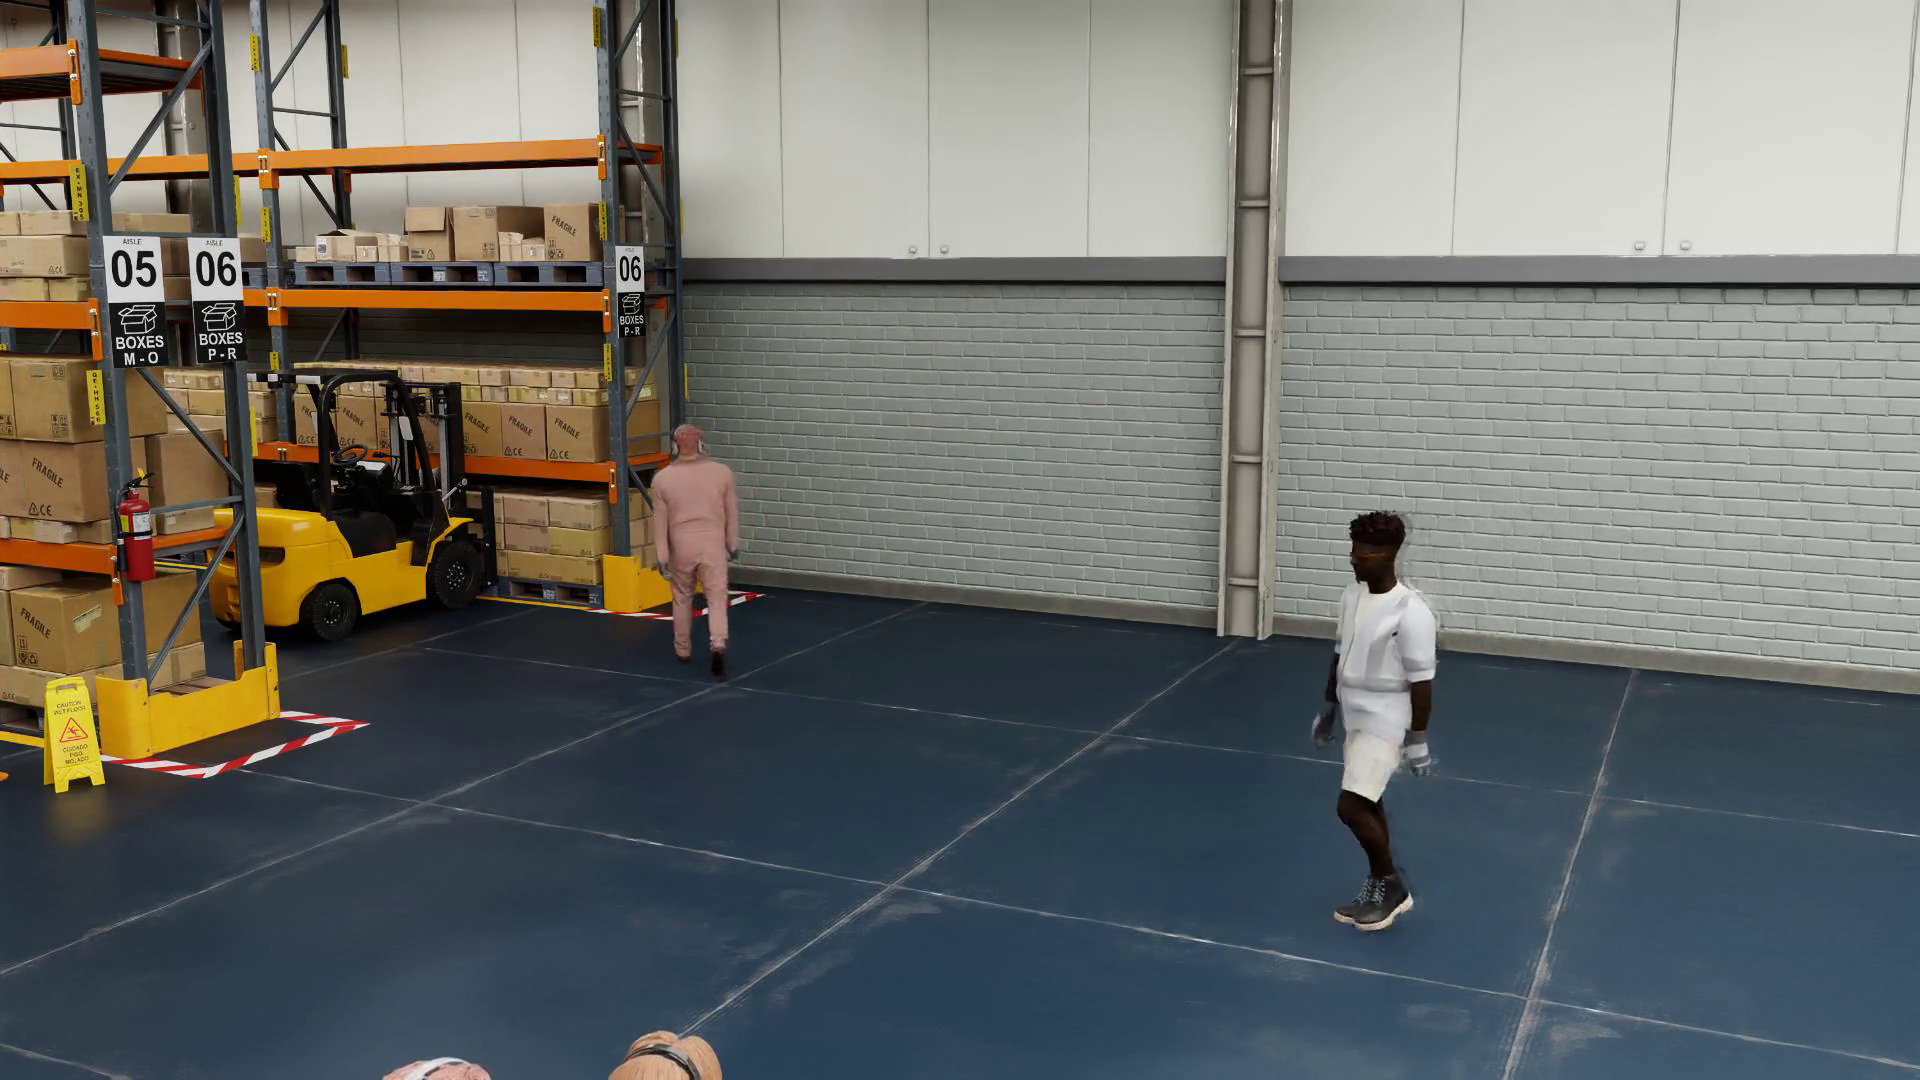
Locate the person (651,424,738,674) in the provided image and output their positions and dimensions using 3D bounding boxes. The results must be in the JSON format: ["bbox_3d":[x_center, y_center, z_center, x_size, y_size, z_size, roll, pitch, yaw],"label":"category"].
[{"bbox_3d":[-1.993,0.060,12.556,0.649,1.878,0.865,-1,9,-9],"label":"person"}]

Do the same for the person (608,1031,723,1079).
[{"bbox_3d":[-0.544,1.718,3.115,0.522,1.639,0.306,1,9,5],"label":"person"}]

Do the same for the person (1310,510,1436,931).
[{"bbox_3d":[1.871,0.829,7.623,0.436,1.949,0.614,-2,9,-11],"label":"person"}]

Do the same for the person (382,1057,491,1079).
[{"bbox_3d":[-0.747,1.684,2.509,0.399,1.909,0.642,4,10,24],"label":"person"}]
